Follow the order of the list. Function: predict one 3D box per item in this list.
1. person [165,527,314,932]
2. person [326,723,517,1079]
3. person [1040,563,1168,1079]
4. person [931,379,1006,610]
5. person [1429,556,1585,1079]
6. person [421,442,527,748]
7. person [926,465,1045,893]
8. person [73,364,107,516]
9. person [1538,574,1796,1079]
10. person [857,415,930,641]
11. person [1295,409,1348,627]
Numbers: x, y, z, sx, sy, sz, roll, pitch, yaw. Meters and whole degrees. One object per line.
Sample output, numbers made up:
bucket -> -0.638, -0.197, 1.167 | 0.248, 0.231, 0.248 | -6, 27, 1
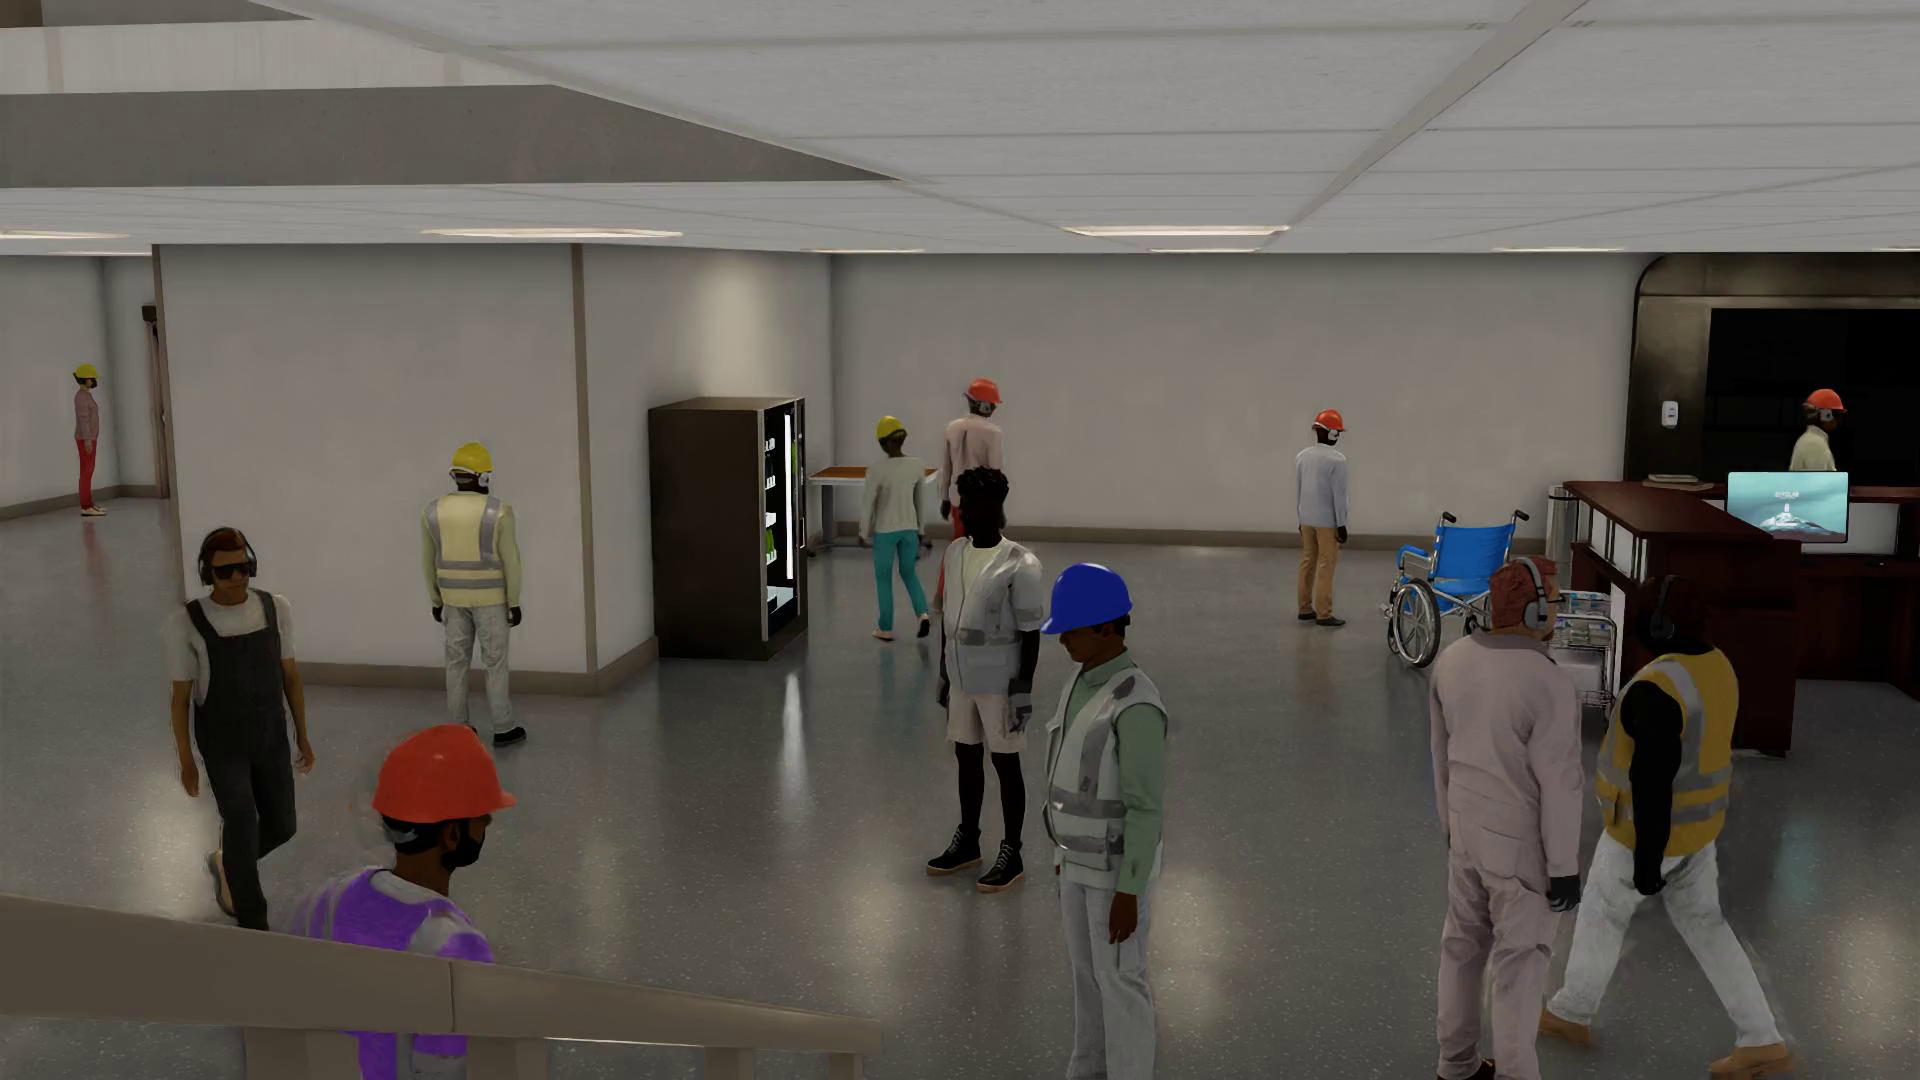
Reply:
person -> -2.996, 0.831, 6.886 | 0.705, 1.825, 0.527 | 8, 12, 40
person -> -1.190, 1.332, 3.612 | 0.548, 1.890, 1.001 | 7, 11, 35
person -> 0.445, 1.025, 5.338 | 0.402, 1.938, 0.603 | -3, 10, -17
person -> 0.095, -0.327, 13.633 | 0.709, 1.971, 0.425 | 9, 13, 44
person -> 1.861, 0.999, 5.587 | 0.404, 1.911, 0.636 | -4, 10, -21
person -> -2.891, 0.331, 9.941 | 0.593, 1.832, 0.403 | 2, 9, 9
person -> 0.112, 0.631, 7.679 | 0.367, 1.966, 0.604 | -9, 13, -44
person -> -10.137, -1.167, 19.384 | 0.327, 1.767, 0.533 | -4, 10, -23
person -> 2.528, 1.008, 5.888 | 0.638, 1.803, 0.950 | -8, 12, -42
person -> -0.499, -0.077, 12.705 | 0.541, 1.750, 0.491 | -6, 11, -35
person -> 2.925, -0.178, 13.355 | 0.352, 1.743, 0.564 | -5, 10, -27
